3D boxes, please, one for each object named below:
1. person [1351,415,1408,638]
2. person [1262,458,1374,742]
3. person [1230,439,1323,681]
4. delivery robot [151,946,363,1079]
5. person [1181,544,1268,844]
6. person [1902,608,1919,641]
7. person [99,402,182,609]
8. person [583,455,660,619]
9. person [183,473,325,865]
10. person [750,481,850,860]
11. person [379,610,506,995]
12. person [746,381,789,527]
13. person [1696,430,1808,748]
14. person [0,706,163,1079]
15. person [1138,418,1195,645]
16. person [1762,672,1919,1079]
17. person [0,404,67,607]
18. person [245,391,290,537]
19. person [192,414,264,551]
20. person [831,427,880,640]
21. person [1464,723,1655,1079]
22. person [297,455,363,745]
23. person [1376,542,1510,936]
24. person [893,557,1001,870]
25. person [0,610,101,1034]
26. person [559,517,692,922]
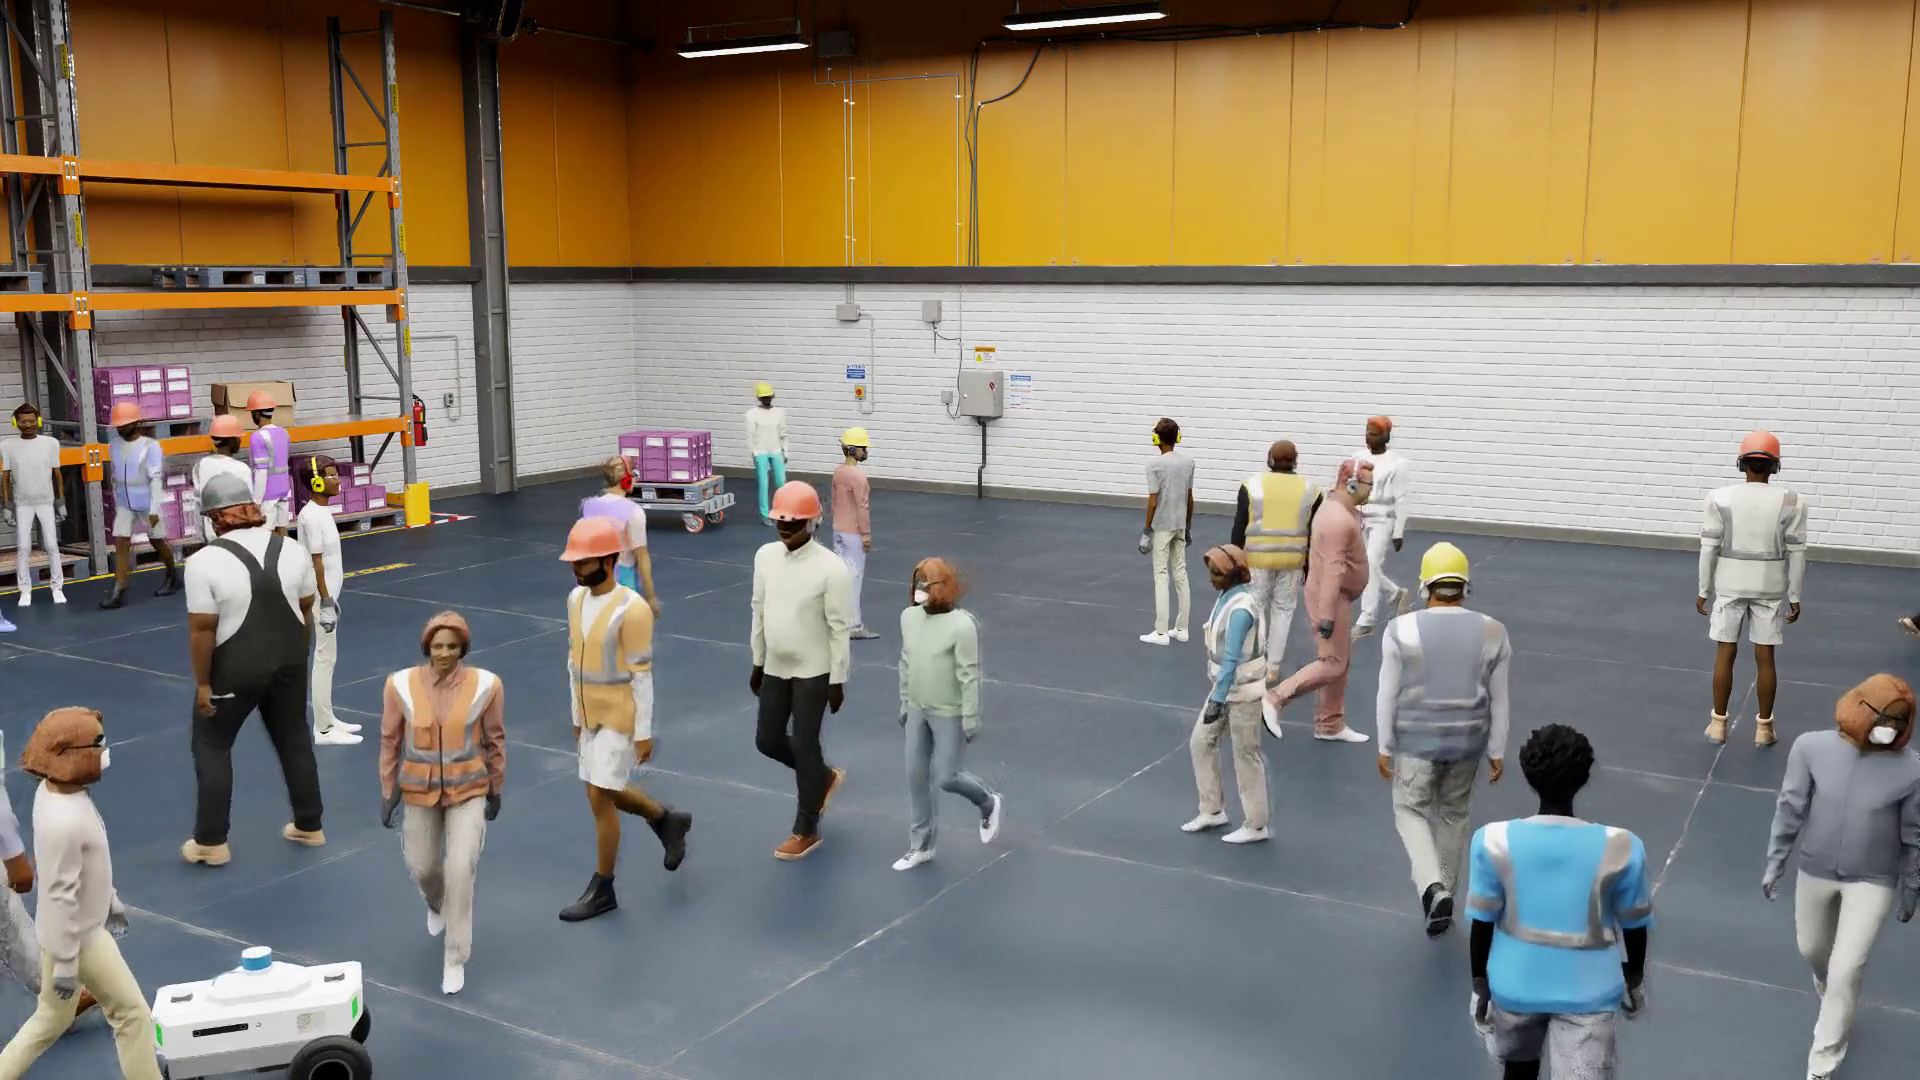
[{"bbox_3d":[3.515,-0.123,13.938,0.713,1.866,0.585,-5,11,-30],"label":"person"},{"bbox_3d":[2.286,0.402,10.643,0.652,1.880,0.657,2,9,11],"label":"person"},{"bbox_3d":[2.324,0.183,12.196,0.666,1.815,0.614,1,9,4],"label":"person"},{"bbox_3d":[-2.568,1.738,6.104,0.707,0.478,0.477,-3,10,-20],"label":"delivery robot"},{"bbox_3d":[1.395,0.823,8.802,0.559,1.612,0.524,-1,9,-5],"label":"person"},{"bbox_3d":[7.883,-0.032,13.119,0.474,1.952,0.602,2,9,13],"label":"person"},{"bbox_3d":[-7.549,-0.342,15.294,0.552,1.876,1.033,1,9,8],"label":"person"},{"bbox_3d":[-2.274,0.350,11.104,0.446,1.831,0.585,-9,13,-43],"label":"person"},{"bbox_3d":[-3.705,0.629,8.694,0.539,2.000,0.705,7,12,38],"label":"person"},{"bbox_3d":[-0.812,0.656,8.732,0.631,1.973,0.571,6,11,35],"label":"person"},{"bbox_3d":[-2.221,1.079,7.195,0.530,1.613,0.632,-2,9,-11],"label":"person"},{"bbox_3d":[-2.294,-1.032,19.984,0.549,1.746,0.396,-4,10,-26],"label":"person"},{"bbox_3d":[5.067,0.311,10.676,0.616,2.040,0.382,4,10,23],"label":"person"},{"bbox_3d":[-3.033,1.339,5.647,0.824,1.595,0.520,-5,10,-29],"label":"person"},{"bbox_3d":[1.693,-0.071,13.622,0.518,1.865,0.327,-6,11,-32],"label":"person"},{"bbox_3d":[3.337,1.244,6.221,0.520,1.598,0.765,8,12,41],"label":"person"},{"bbox_3d":[-8.462,-0.321,15.204,0.515,1.861,0.320,-5,11,-30],"label":"person"},{"bbox_3d":[-6.522,-0.436,15.667,0.356,1.934,0.552,1,9,6],"label":"person"},{"bbox_3d":[-5.775,-0.053,13.341,0.561,1.909,0.731,5,10,29],"label":"person"},{"bbox_3d":[-0.886,-0.057,13.843,0.329,1.764,0.524,-5,10,-30],"label":"person"},{"bbox_3d":[1.831,1.392,5.135,0.539,1.656,0.877,4,10,26],"label":"person"},{"bbox_3d":[-4.082,0.384,10.744,0.328,1.877,0.513,-3,10,-20],"label":"person"},{"bbox_3d":[2.202,0.924,7.558,0.594,1.814,0.641,0,9,0],"label":"person"},{"bbox_3d":[-0.072,0.872,8.523,0.504,1.621,0.566,9,12,43],"label":"person"},{"bbox_3d":[-3.683,1.096,6.246,1.009,1.885,0.635,-9,13,-43],"label":"person"},{"bbox_3d":[-1.608,0.816,7.959,0.541,1.916,0.750,8,12,42],"label":"person"}]
